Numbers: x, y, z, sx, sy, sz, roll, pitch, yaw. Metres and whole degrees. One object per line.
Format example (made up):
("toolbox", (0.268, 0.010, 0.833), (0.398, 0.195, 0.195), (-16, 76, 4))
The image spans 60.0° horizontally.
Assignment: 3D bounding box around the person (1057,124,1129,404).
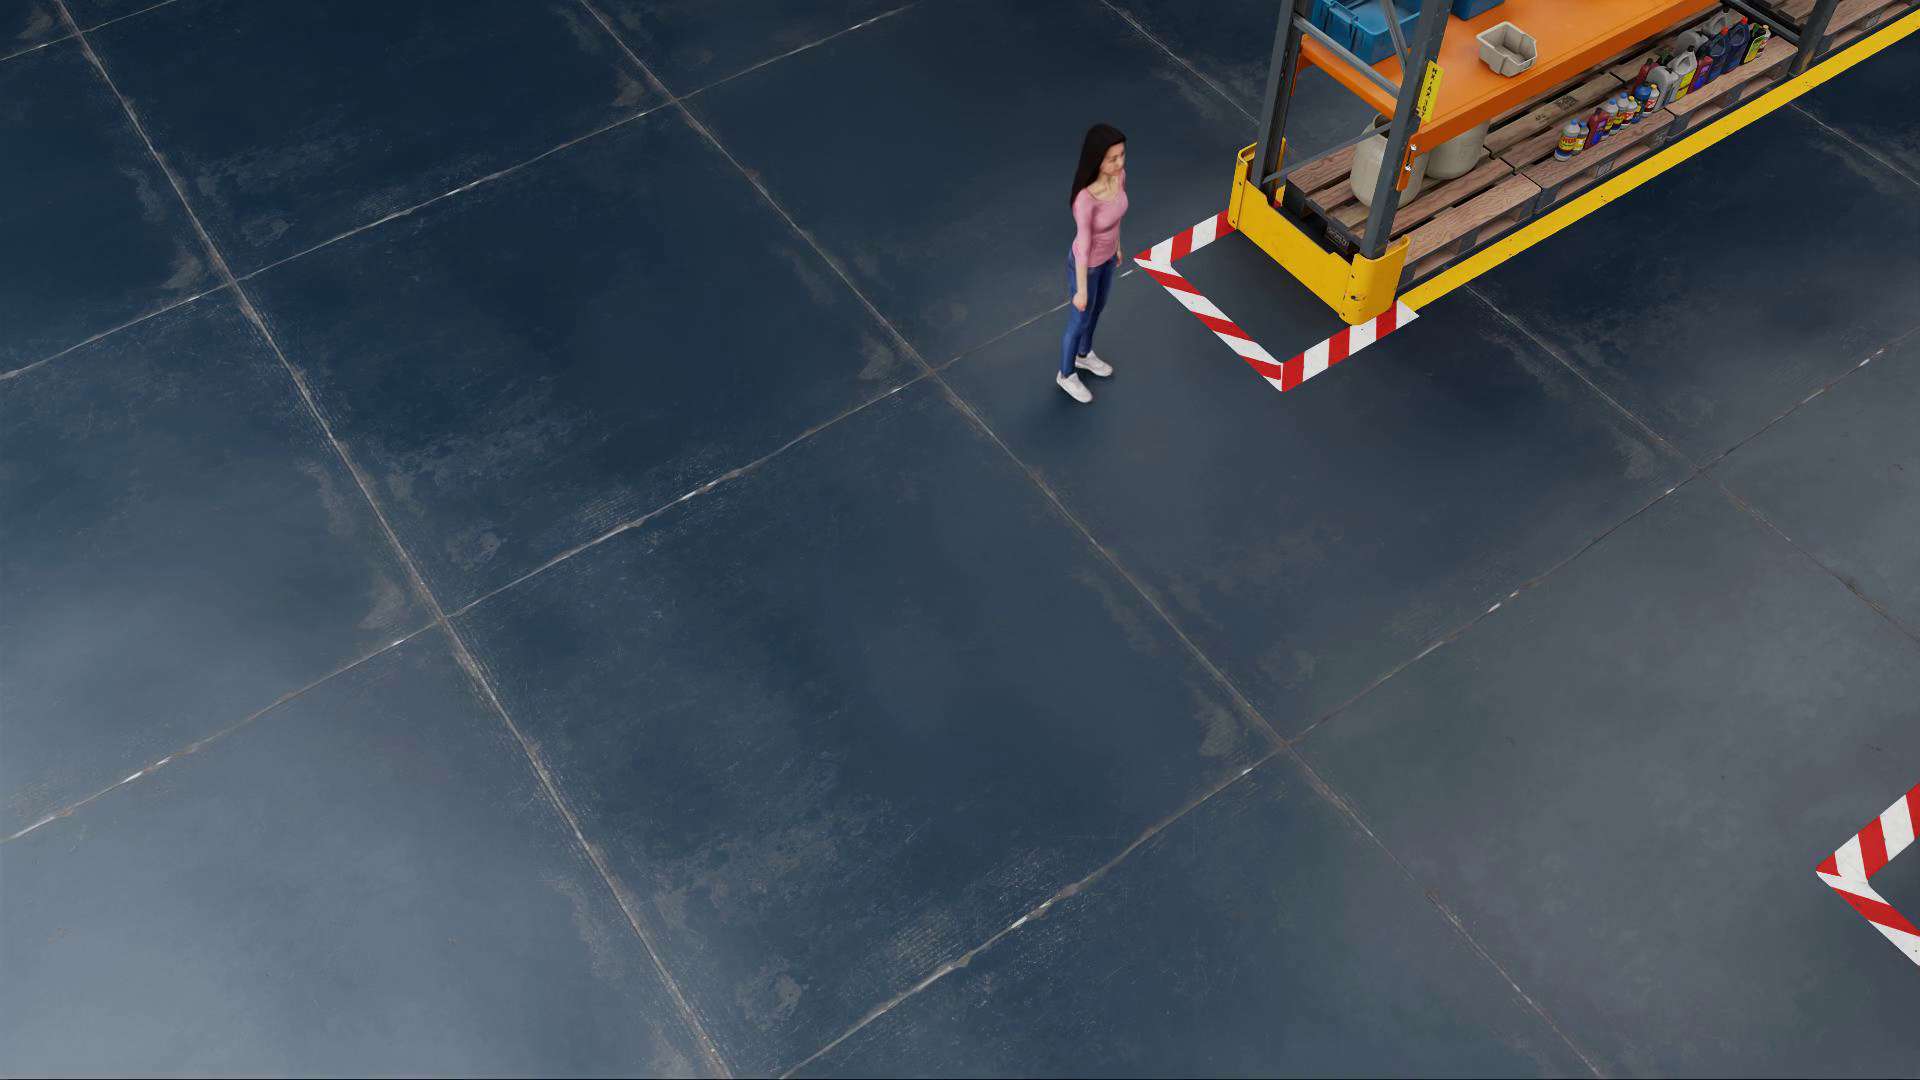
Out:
("person", (0.707, -1.470, 8.764), (0.701, 1.742, 0.546), (28, 57, 20))
